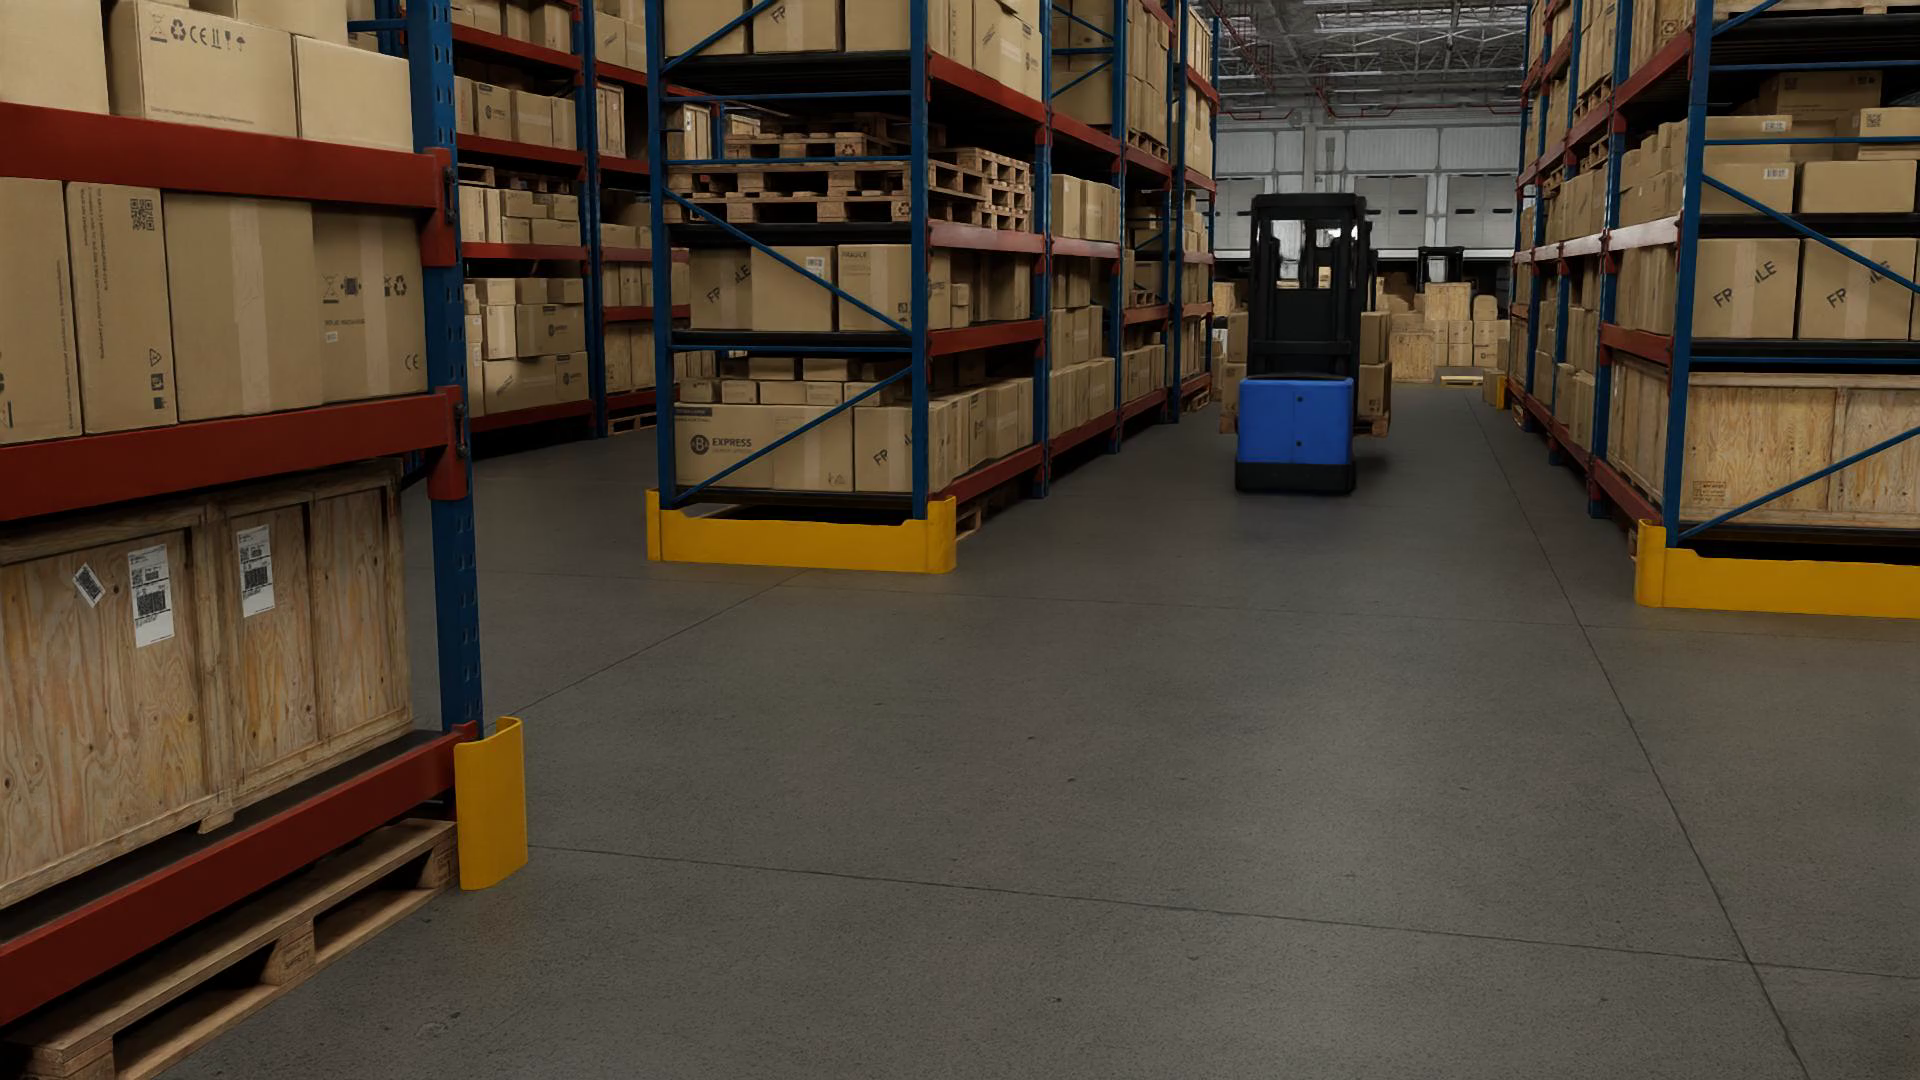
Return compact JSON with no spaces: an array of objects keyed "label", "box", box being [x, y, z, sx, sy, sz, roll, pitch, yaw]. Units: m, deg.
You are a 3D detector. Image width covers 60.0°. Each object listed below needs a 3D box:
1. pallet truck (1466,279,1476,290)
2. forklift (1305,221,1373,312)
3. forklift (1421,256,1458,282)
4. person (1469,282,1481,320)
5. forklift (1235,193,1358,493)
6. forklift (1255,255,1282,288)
[{"label":"pallet truck","box":[18.896,-8.459,60.307,1.885,1.965,0.823,5,10,31]},{"label":"forklift","box":[5.378,-3.153,23.801,1.129,2.768,1.873,2,9,14]},{"label":"forklift","box":[12.201,-6.084,42.428,1.129,2.768,1.873,2,9,15]},{"label":"person","box":[16.569,-7.395,53.858,0.663,1.894,0.966,5,10,29]},{"label":"forklift","box":[3.295,-1.931,16.040,1.129,2.768,1.873,2,9,15]},{"label":"forklift","box":[10.632,-8.462,57.531,1.129,2.768,1.873,-4,10,-24]}]
